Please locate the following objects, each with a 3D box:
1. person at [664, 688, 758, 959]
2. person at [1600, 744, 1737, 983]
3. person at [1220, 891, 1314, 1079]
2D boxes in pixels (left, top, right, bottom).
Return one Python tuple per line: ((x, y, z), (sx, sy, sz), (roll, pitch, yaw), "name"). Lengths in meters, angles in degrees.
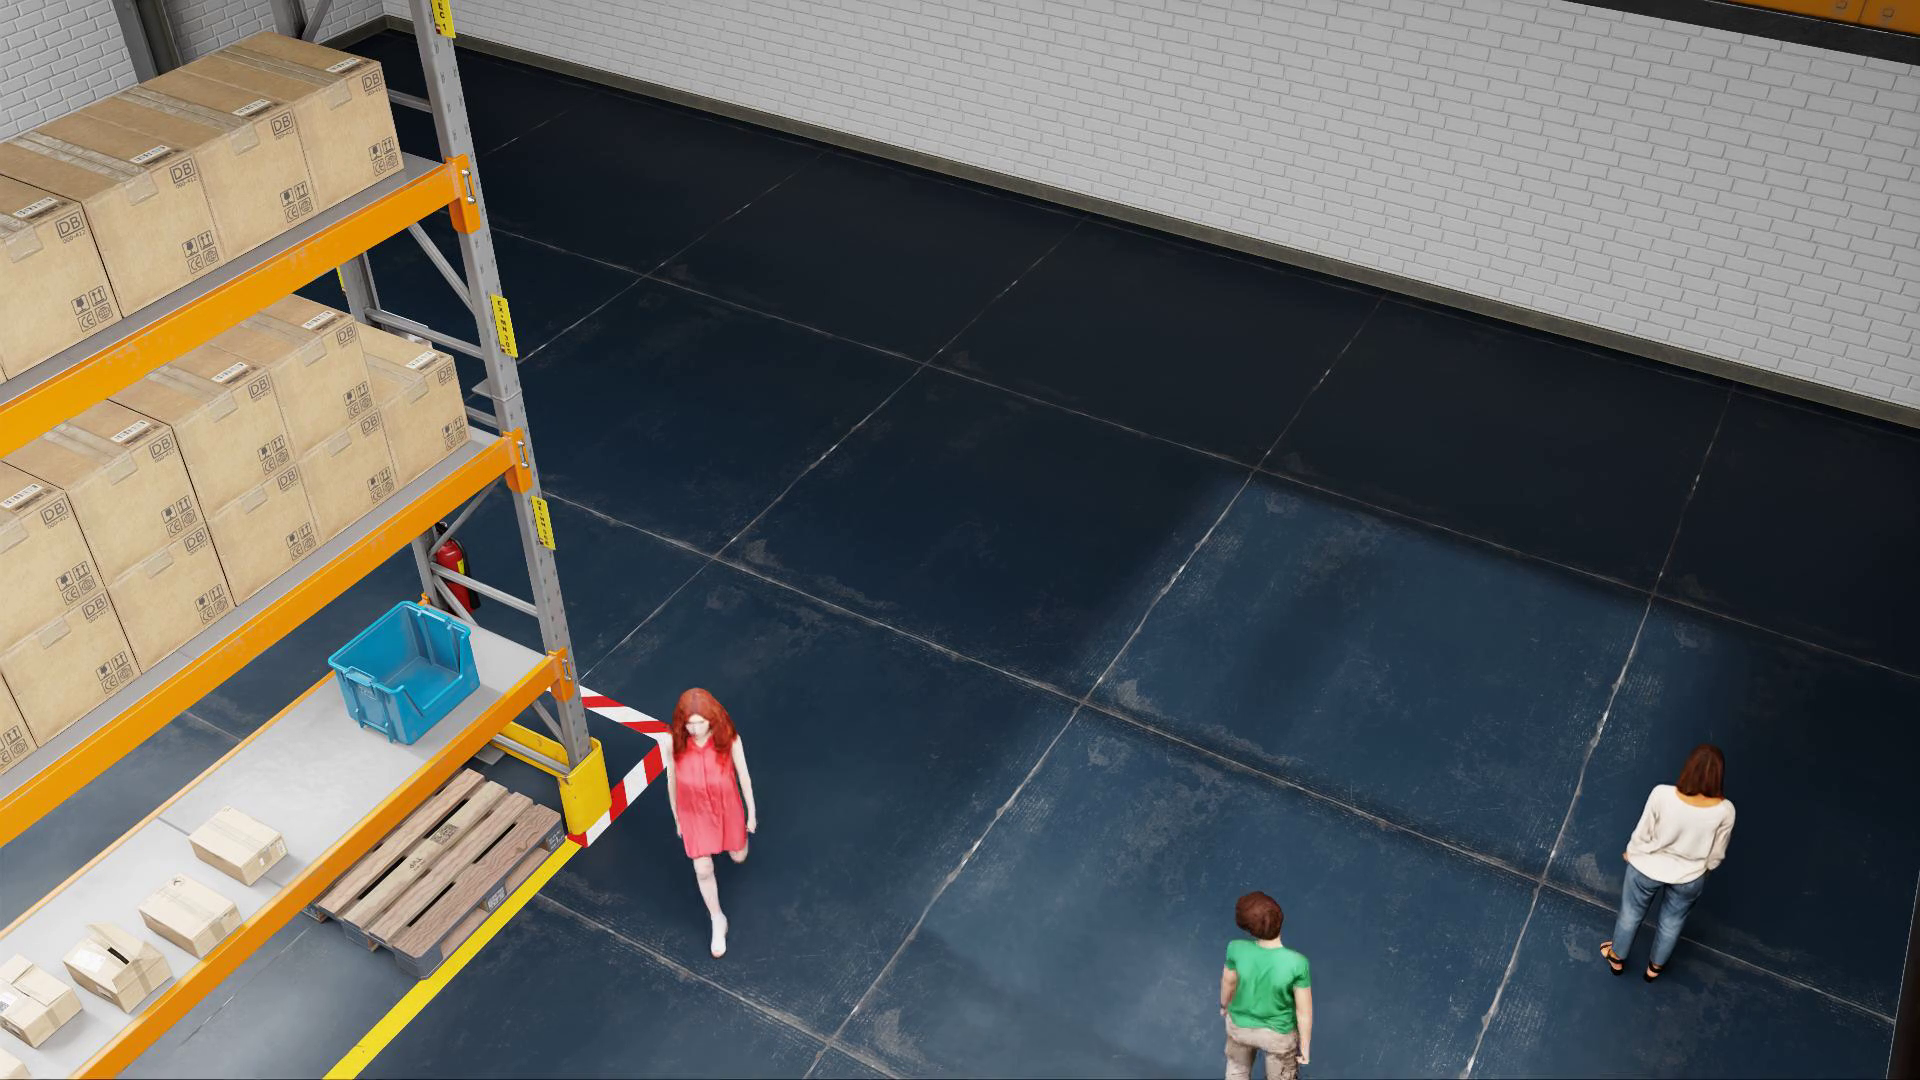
((-1.334, 1.425, 8.997), (0.952, 1.807, 1.096), (-2, 39, -3), "person")
((3.723, 1.717, 8.735), (0.650, 1.678, 0.597), (13, 40, 16), "person")
((1.476, 2.382, 7.952), (0.797, 1.617, 0.623), (24, 45, 27), "person")
